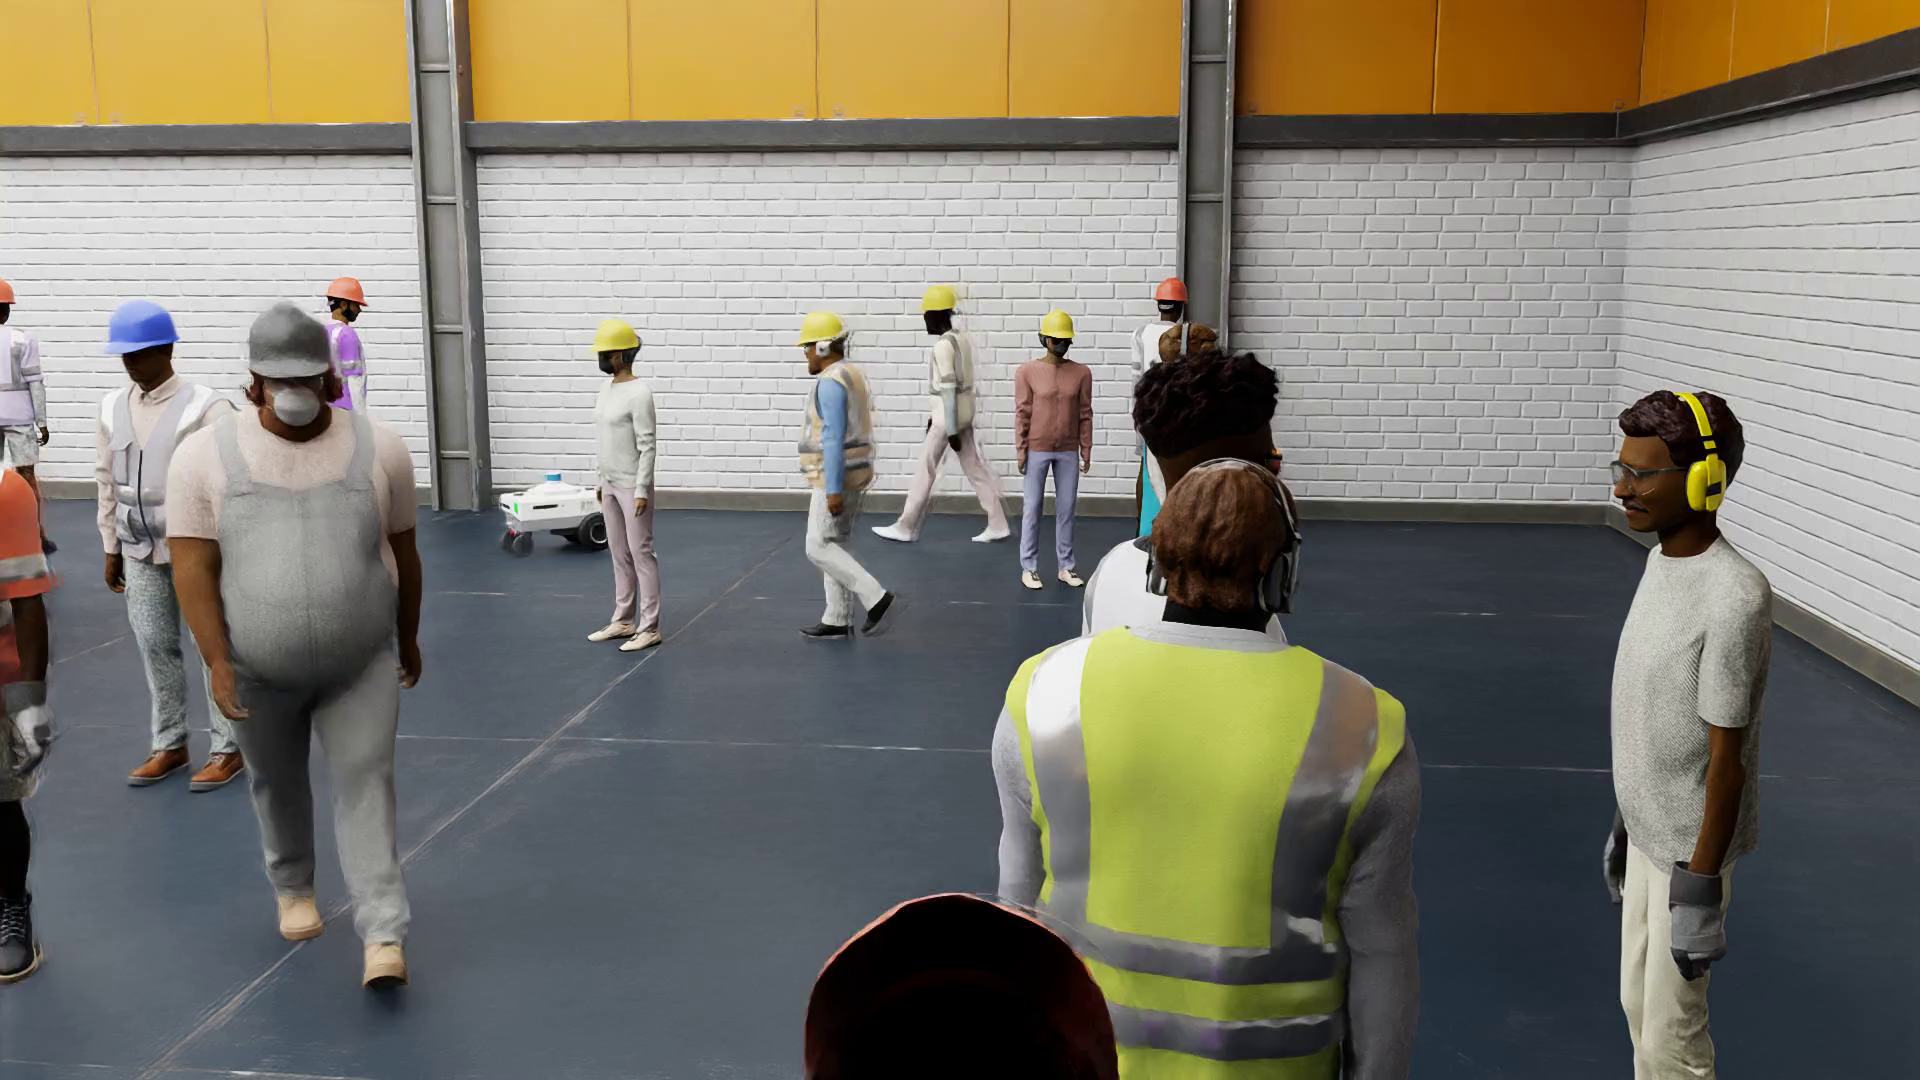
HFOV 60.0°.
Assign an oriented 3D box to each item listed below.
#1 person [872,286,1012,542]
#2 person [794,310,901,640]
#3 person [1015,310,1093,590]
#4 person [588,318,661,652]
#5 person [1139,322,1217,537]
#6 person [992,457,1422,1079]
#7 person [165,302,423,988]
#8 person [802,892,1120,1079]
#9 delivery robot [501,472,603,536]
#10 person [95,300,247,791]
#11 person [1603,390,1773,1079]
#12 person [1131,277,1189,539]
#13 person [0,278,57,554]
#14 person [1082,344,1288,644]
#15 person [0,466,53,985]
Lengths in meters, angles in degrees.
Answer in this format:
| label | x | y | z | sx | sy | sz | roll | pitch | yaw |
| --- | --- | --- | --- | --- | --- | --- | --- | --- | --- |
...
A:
| label | x | y | z | sx | sy | sz | roll | pitch | yaw |
| --- | --- | --- | --- | --- | --- | --- | --- | --- | --- |
| person | -0.091 | -0.893 | 12.015 | 1.009 | 1.872 | 0.604 | 3 | 10 | 15 |
| person | -0.629 | -0.327 | 8.987 | 0.578 | 1.802 | 0.620 | 2 | 10 | 10 |
| person | 0.591 | -0.561 | 10.440 | 0.518 | 1.757 | 0.338 | -3 | 10 | -15 |
| person | -1.801 | -0.293 | 8.876 | 0.313 | 1.768 | 0.522 | -8 | 13 | -40 |
| person | 0.888 | 0.058 | 6.641 | 0.345 | 1.846 | 0.508 | 1 | 10 | 4 |
| person | 0.363 | 0.788 | 2.520 | 0.636 | 1.830 | 0.429 | 3 | 10 | 17 |
| person | -1.904 | 0.274 | 4.844 | 0.688 | 2.000 | 1.013 | -4 | 11 | -23 |
| person | 0.012 | 1.070 | 1.154 | 0.583 | 1.738 | 0.348 | -6 | 11 | -30 |
| delivery robot | -2.863 | -0.237 | 11.753 | 0.707 | 0.478 | 0.477 | -6 | 12 | -31 |
| person | -3.122 | 0.029 | 6.571 | 0.616 | 1.935 | 0.421 | 2 | 10 | 12 |
| person | 1.415 | 0.627 | 3.353 | 0.333 | 1.860 | 0.509 | 1 | 10 | 7 |
| person | 1.504 | -0.934 | 12.101 | 0.539 | 1.930 | 0.394 | 5 | 11 | 26 |
| person | -6.619 | -0.842 | 11.528 | 0.552 | 1.934 | 0.373 | -2 | 10 | -14 |
| person | 0.420 | 0.640 | 2.958 | 0.367 | 1.967 | 0.606 | -3 | 10 | -19 |
| person | -2.753 | 0.402 | 4.492 | 0.607 | 1.918 | 0.990 | -3 | 10 | -18 |
